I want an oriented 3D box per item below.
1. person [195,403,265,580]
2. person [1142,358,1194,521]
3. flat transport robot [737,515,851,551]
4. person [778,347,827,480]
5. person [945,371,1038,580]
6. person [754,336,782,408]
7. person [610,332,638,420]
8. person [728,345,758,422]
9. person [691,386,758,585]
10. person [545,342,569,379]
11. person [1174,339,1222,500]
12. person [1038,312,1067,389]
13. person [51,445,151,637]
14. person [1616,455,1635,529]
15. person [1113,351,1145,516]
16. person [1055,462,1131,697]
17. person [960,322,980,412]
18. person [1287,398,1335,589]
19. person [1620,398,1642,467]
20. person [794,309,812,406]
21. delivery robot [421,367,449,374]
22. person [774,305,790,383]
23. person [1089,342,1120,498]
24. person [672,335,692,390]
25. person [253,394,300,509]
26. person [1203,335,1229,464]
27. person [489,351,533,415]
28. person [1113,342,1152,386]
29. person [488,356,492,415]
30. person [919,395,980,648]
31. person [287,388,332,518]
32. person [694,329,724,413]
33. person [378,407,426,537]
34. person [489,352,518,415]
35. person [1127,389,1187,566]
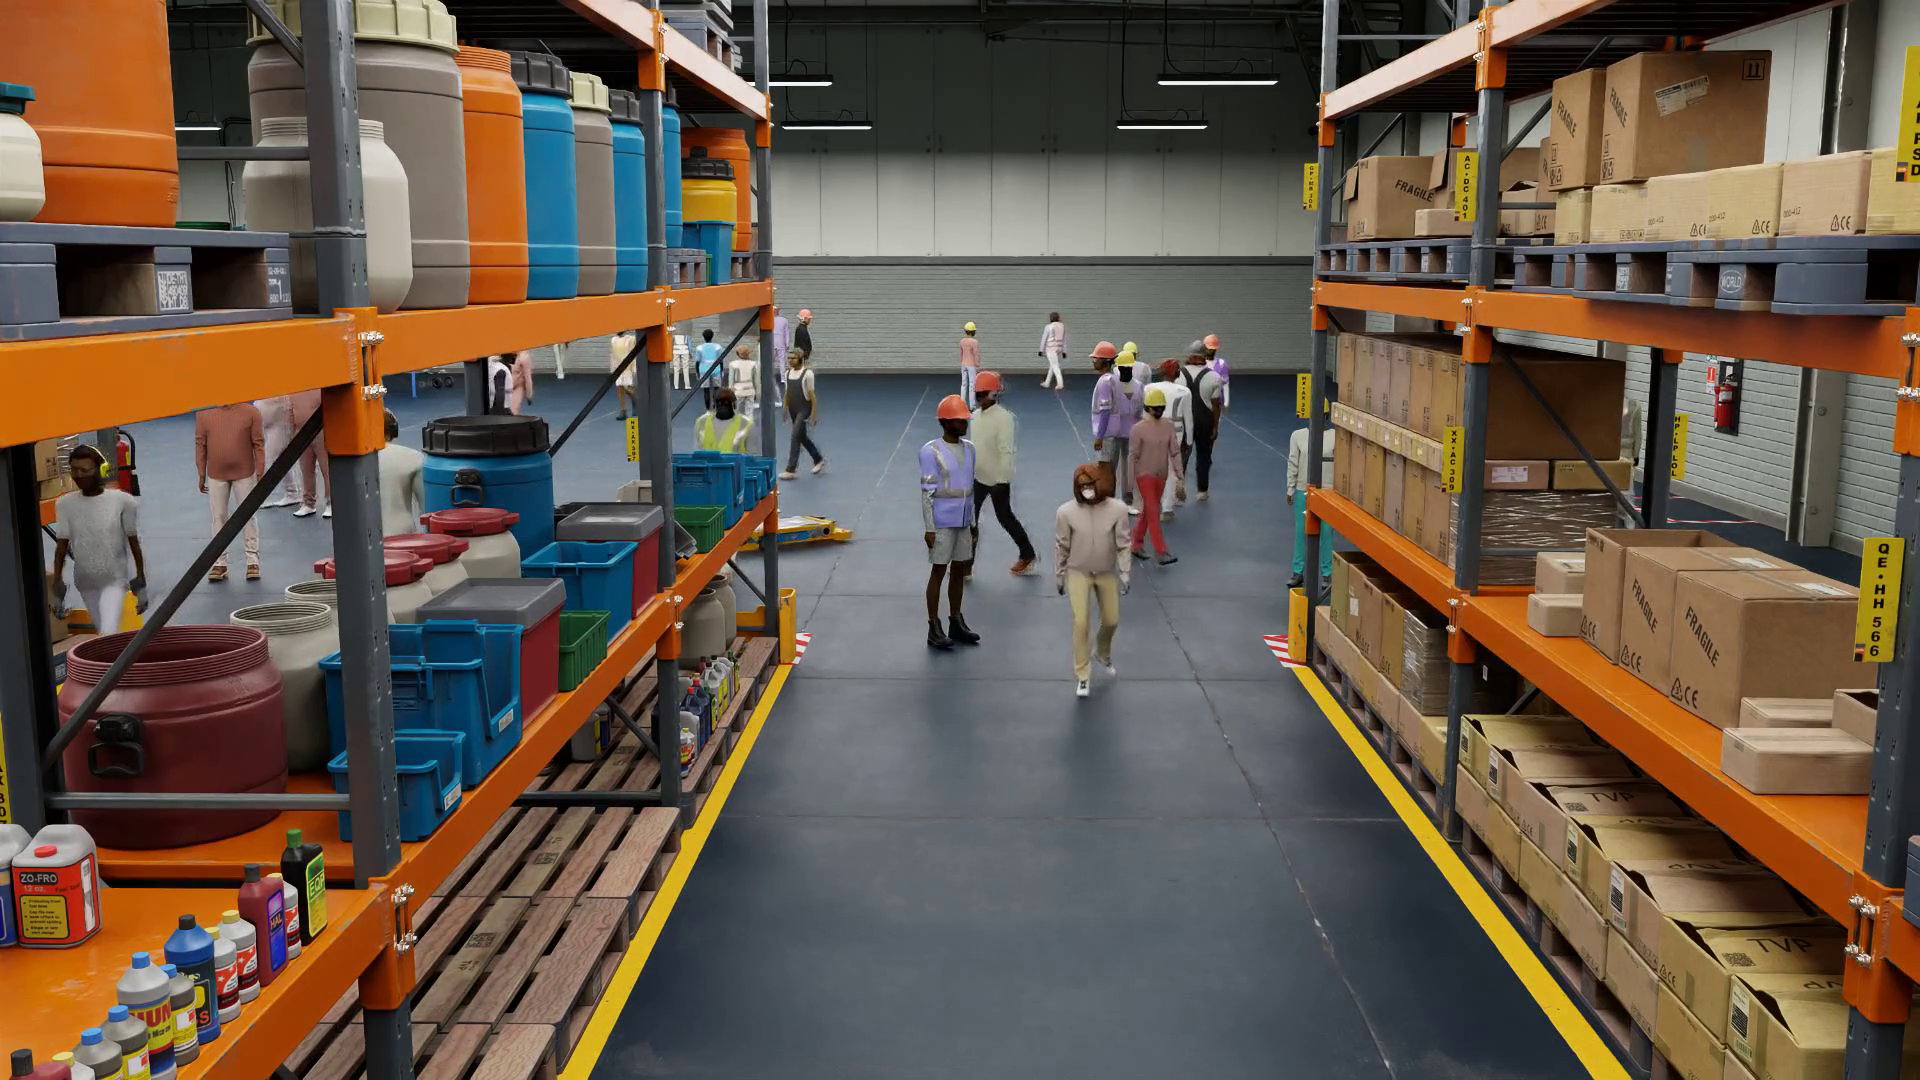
[{"bbox_3d":[-6.811,-0.628,15.536,0.609,1.997,0.374,-2,10,-12],"label":"person"},{"bbox_3d":[2.397,-1.163,19.127,0.601,1.865,0.437,5,11,25],"label":"person"},{"bbox_3d":[-1.927,-0.080,17.543,1.431,0.197,0.652,-7,12,-36],"label":"flat transport robot"},{"bbox_3d":[-2.171,-1.770,22.973,0.520,1.812,0.921,8,13,41],"label":"person"},{"bbox_3d":[0.334,-0.613,15.585,0.995,1.958,0.625,-7,12,-37],"label":"person"},{"bbox_3d":[-4.005,-3.503,33.982,0.460,1.603,0.655,5,11,26],"label":"person"},{"bbox_3d":[-6.316,-3.217,31.267,0.581,1.920,0.482,4,10,22],"label":"person"},{"bbox_3d":[-3.518,-2.348,26.952,0.540,1.621,0.490,-6,11,-31],"label":"person"},{"bbox_3d":[-2.188,-0.538,15.535,0.624,1.820,0.818,2,10,13],"label":"person"},{"bbox_3d":[-10.308,-5.043,42.495,0.540,1.819,0.965,-5,11,-29],"label":"person"},{"bbox_3d":[2.888,-1.471,20.586,0.688,2.000,0.845,3,10,18],"label":"person"},{"bbox_3d":[2.197,-4.450,39.039,0.619,1.800,0.959,-8,12,-40],"label":"person"},{"bbox_3d":[-5.500,0.286,10.648,0.538,1.827,0.986,-1,9,-3],"label":"person"},{"bbox_3d":[4.301,0.039,11.513,0.610,2.011,0.964,0,9,-1],"label":"person"},{"bbox_3d":[1.912,-1.246,19.444,0.585,1.929,0.370,-4,10,-24],"label":"person"},{"bbox_3d":[0.895,0.242,11.478,0.518,1.606,0.573,-1,10,-4],"label":"person"},{"bbox_3d":[0.205,-3.443,33.080,0.307,1.772,0.526,-9,13,-42],"label":"person"},{"bbox_3d":[3.230,-0.441,15.113,0.534,1.765,0.323,4,10,23],"label":"person"},{"bbox_3d":[7.105,-0.953,18.139,0.585,1.790,0.946,5,11,27],"label":"person"},{"bbox_3d":[-3.216,-3.754,34.276,0.391,1.991,0.613,-2,10,-15],"label":"person"},{"bbox_3d":[-12.472,-4.065,39.508,0.698,0.223,0.335,4,11,24],"label":"delivery robot"},{"bbox_3d":[-4.496,-4.788,40.727,0.651,1.907,0.409,-1,10,-5],"label":"person"},{"bbox_3d":[1.653,-1.255,19.144,0.366,2.048,0.610,2,10,14],"label":"person"},{"bbox_3d":[-6.492,-4.319,38.717,0.522,1.638,0.306,1,9,3],"label":"person"},{"bbox_3d":[-8.319,-1.299,19.927,0.707,1.862,0.839,8,12,40],"label":"person"},{"bbox_3d":[3.622,-2.027,24.198,0.561,1.908,0.816,0,9,1],"label":"person"},{"bbox_3d":[-7.031,-2.295,25.996,0.647,1.848,1.036,3,10,18],"label":"person"},{"bbox_3d":[2.532,-2.017,24.475,0.579,1.797,0.875,1,10,8],"label":"person"},{"bbox_3d":[-7.694,-2.590,27.480,0.623,1.928,0.496,-6,11,-33],"label":"person"},{"bbox_3d":[-0.056,-0.148,12.837,0.357,1.938,0.552,9,13,44],"label":"person"},{"bbox_3d":[-7.511,-1.211,19.317,0.650,1.901,0.401,2,10,12],"label":"person"},{"bbox_3d":[-4.812,-3.212,31.927,0.559,1.677,0.489,-1,10,-9],"label":"person"},{"bbox_3d":[-4.163,-0.026,12.225,0.649,1.901,0.947,0,9,-1],"label":"person"},{"bbox_3d":[-6.303,-1.788,22.852,0.526,1.883,0.606,-2,10,-9],"label":"person"},{"bbox_3d":[1.927,-0.623,16.348,0.528,1.718,0.894,-6,11,-32],"label":"person"}]
